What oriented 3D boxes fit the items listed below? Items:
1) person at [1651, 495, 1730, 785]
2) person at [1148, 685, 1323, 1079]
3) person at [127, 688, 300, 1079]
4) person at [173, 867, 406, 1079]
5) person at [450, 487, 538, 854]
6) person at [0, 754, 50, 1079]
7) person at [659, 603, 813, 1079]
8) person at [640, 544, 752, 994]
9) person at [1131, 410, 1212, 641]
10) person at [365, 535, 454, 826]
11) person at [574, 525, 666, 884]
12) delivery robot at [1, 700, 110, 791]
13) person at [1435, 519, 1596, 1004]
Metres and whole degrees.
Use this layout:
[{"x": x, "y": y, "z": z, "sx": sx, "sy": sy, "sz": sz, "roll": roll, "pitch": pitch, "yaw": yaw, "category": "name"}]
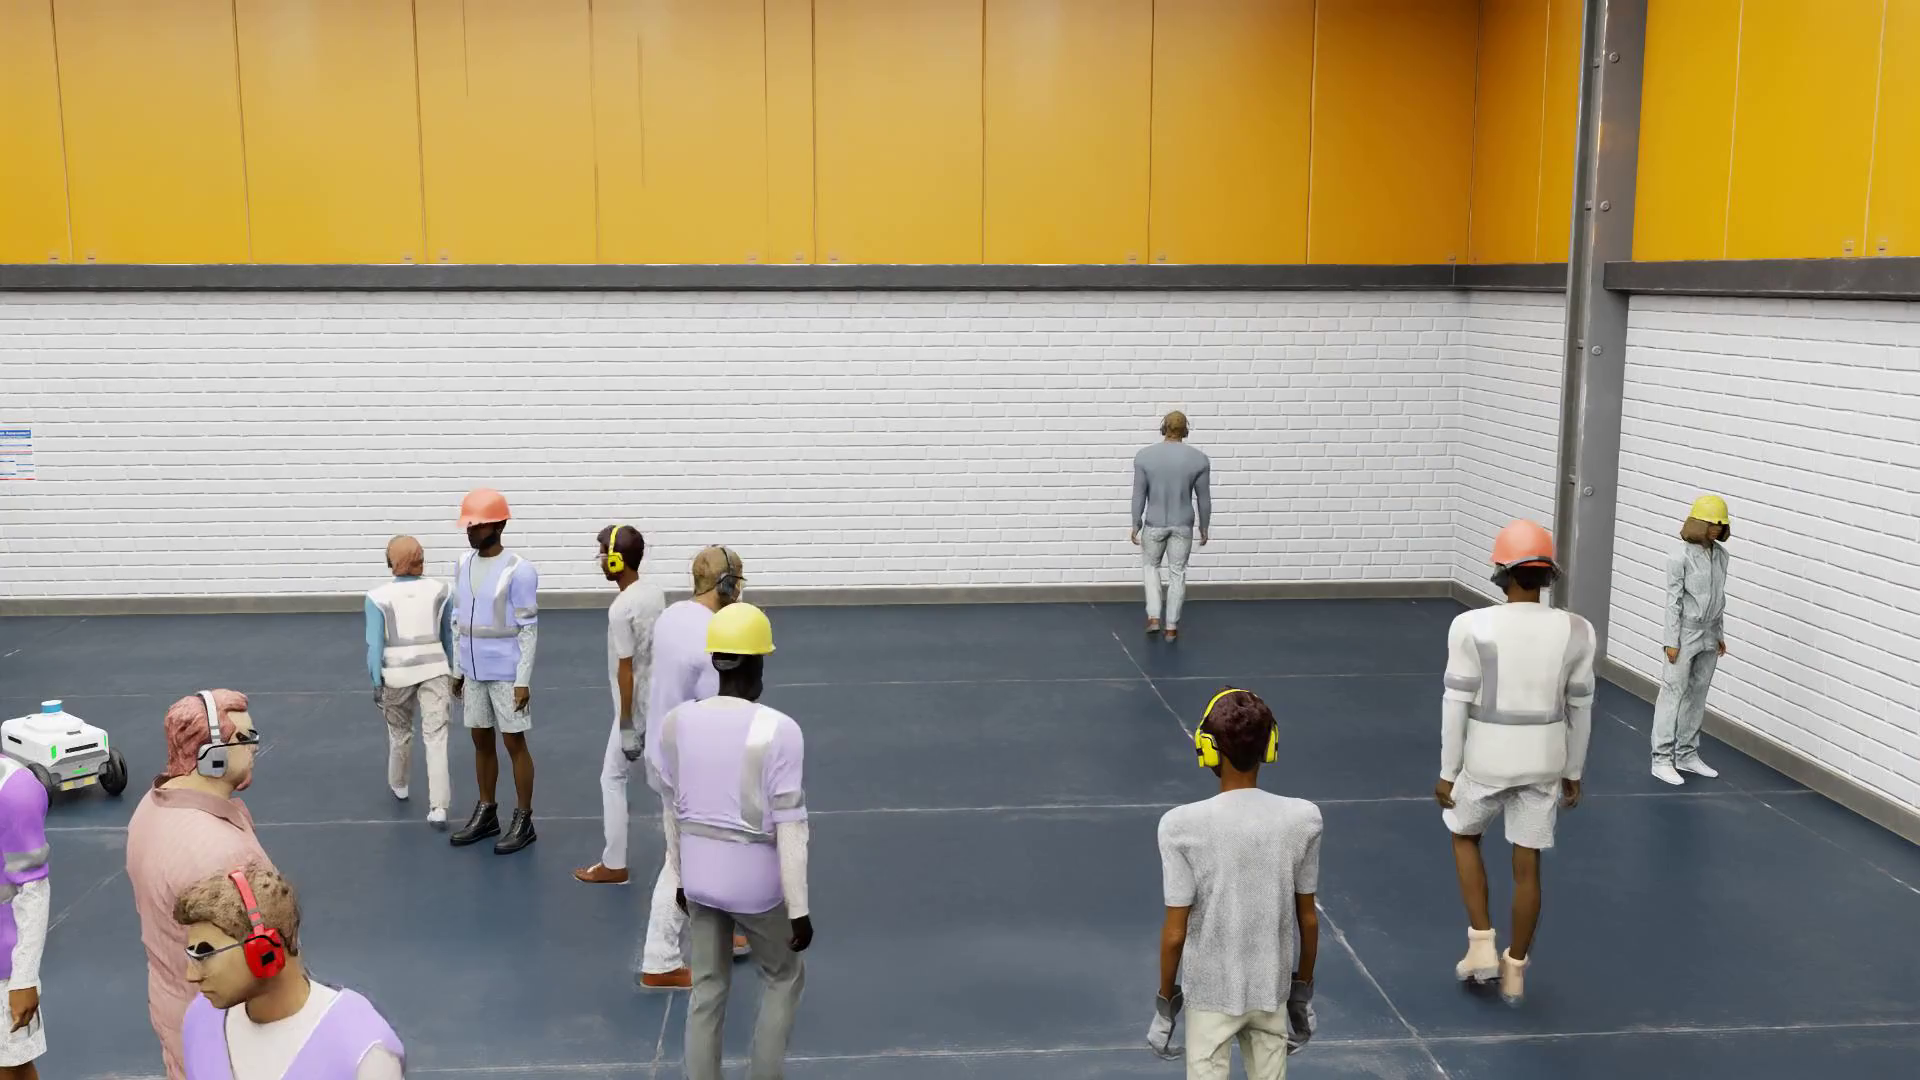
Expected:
[{"x": 4.416, "y": 0.588, "z": 9.960, "sx": 0.492, "sy": 1.740, "sz": 0.325, "roll": -5, "pitch": 10, "yaw": -28, "category": "person"}, {"x": 0.798, "y": 1.342, "z": 4.850, "sx": 0.507, "sy": 1.865, "sz": 0.329, "roll": -2, "pitch": 9, "yaw": -12, "category": "person"}, {"x": -2.049, "y": 1.351, "z": 4.657, "sx": 0.407, "sy": 1.904, "sz": 0.655, "roll": -7, "pitch": 12, "yaw": -38, "category": "person"}, {"x": -1.349, "y": 1.568, "z": 3.540, "sx": 0.711, "sy": 1.820, "sz": 0.421, "roll": 2, "pitch": 9, "yaw": 15, "category": "person"}, {"x": -2.469, "y": 0.680, "z": 8.765, "sx": 0.545, "sy": 1.940, "sz": 0.352, "roll": 5, "pitch": 10, "yaw": 27, "category": "person"}, {"x": -3.024, "y": 1.268, "z": 5.063, "sx": 0.544, "sy": 1.942, "sz": 0.347, "roll": 2, "pitch": 9, "yaw": 14, "category": "person"}, {"x": -0.764, "y": 1.174, "z": 5.745, "sx": 0.634, "sy": 1.907, "sz": 0.561, "roll": 5, "pitch": 10, "yaw": 27, "category": "person"}, {"x": -1.151, "y": 0.964, "z": 7.176, "sx": 0.690, "sy": 1.883, "sz": 0.645, "roll": -5, "pitch": 10, "yaw": -30, "category": "person"}, {"x": 1.755, "y": -0.119, "z": 13.802, "sx": 0.662, "sy": 1.928, "sz": 0.465, "roll": 1, "pitch": 9, "yaw": 6, "category": "person"}, {"x": -3.058, "y": 0.767, "z": 9.315, "sx": 0.499, "sy": 1.584, "sz": 0.890, "roll": -5, "pitch": 10, "yaw": -27, "category": "person"}, {"x": -1.500, "y": 0.833, "z": 8.148, "sx": 0.849, "sy": 1.833, "sz": 0.542, "roll": 3, "pitch": 9, "yaw": 17, "category": "person"}, {"x": -5.270, "y": 1.178, "z": 9.677, "sx": 0.707, "sy": 0.478, "sz": 0.477, "roll": 7, "pitch": 11, "yaw": 38, "category": "delivery robot"}, {"x": 2.299, "y": 0.921, "z": 6.955, "sx": 0.635, "sy": 2.030, "sz": 0.449, "roll": 0, "pitch": 9, "yaw": 1, "category": "person"}]
